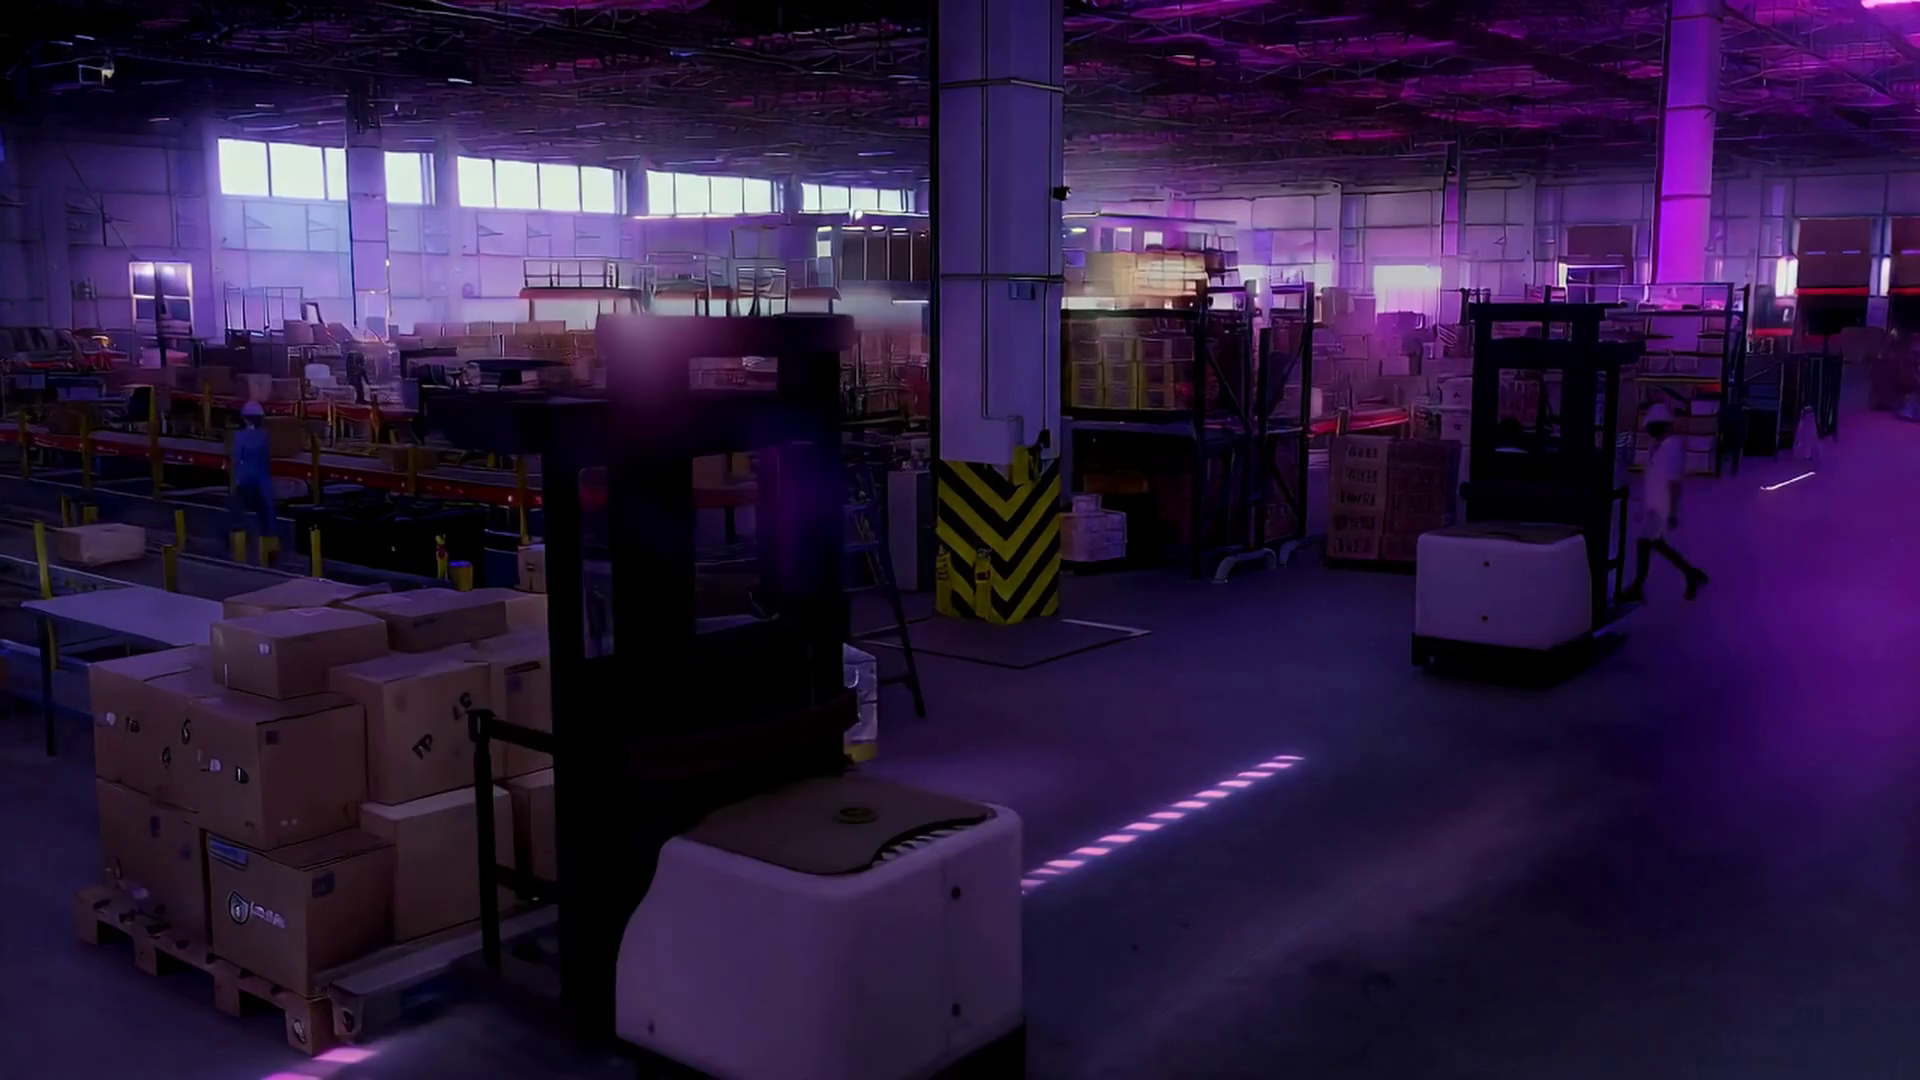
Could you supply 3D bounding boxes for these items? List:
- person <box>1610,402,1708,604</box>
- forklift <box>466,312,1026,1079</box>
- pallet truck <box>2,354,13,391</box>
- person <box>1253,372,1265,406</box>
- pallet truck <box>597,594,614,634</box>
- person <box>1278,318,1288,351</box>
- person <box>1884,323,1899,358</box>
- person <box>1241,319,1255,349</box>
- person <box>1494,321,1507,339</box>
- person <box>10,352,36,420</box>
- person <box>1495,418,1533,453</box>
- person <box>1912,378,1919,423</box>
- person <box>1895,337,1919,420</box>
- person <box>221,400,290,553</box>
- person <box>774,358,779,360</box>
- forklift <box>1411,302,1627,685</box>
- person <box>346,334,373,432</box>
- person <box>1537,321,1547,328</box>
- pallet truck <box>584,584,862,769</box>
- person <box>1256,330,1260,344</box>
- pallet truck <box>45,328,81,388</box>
[{"bbox_3d":[6.558,-0.336,15.460,0.867,1.908,0.552,0,8,0],"label":"person"},{"bbox_3d":[-0.781,0.587,5.941,1.873,2.768,1.129,7,11,37],"label":"forklift"},{"bbox_3d":[-24.881,-4.417,42.634,1.885,1.965,0.823,8,11,41],"label":"pallet truck"},{"bbox_3d":[5.334,-2.359,30.144,0.535,1.590,0.777,8,11,42],"label":"person"},{"bbox_3d":[-3.115,0.344,12.883,0.653,1.274,1.630,7,11,37],"label":"pallet truck"},{"bbox_3d":[15.382,-9.801,79.092,0.602,1.949,0.394,-3,9,-17],"label":"person"},{"bbox_3d":[33.522,-6.896,59.935,0.573,1.816,0.641,7,11,38],"label":"person"},{"bbox_3d":[14.601,-10.694,85.176,1.052,1.947,0.624,3,9,21],"label":"person"},{"bbox_3d":[25.939,-9.826,79.718,0.659,1.808,0.906,-5,10,-29],"label":"person"},{"bbox_3d":[-19.856,-3.262,35.322,0.657,1.865,0.976,6,10,35],"label":"person"},{"bbox_3d":[5.387,-0.375,16.466,0.532,1.675,0.700,6,11,37],"label":"person"},{"bbox_3d":[21.579,-3.524,36.894,0.736,1.910,0.548,5,10,30],"label":"person"},{"bbox_3d":[21.816,-3.646,37.782,0.956,1.885,0.555,6,10,34],"label":"person"},{"bbox_3d":[-7.868,-0.690,18.416,0.863,1.735,0.536,4,9,25],"label":"person"},{"bbox_3d":[-6.943,-7.213,61.995,0.343,1.847,0.506,5,10,30],"label":"person"},{"bbox_3d":[4.379,-0.438,12.852,1.129,2.768,1.873,7,11,37],"label":"forklift"},{"bbox_3d":[-12.569,-3.266,34.731,0.609,2.040,0.395,8,12,44],"label":"person"},{"bbox_3d":[25.806,-8.991,73.797,0.570,1.891,0.941,0,8,3],"label":"person"},{"bbox_3d":[-1.426,0.805,10.019,1.601,1.201,0.680,-4,9,-26],"label":"pallet truck"},{"bbox_3d":[12.699,-8.338,70.006,0.504,1.703,0.858,2,9,13],"label":"person"},{"bbox_3d":[-23.775,-4.544,43.495,1.885,1.965,0.823,6,10,35],"label":"pallet truck"}]
